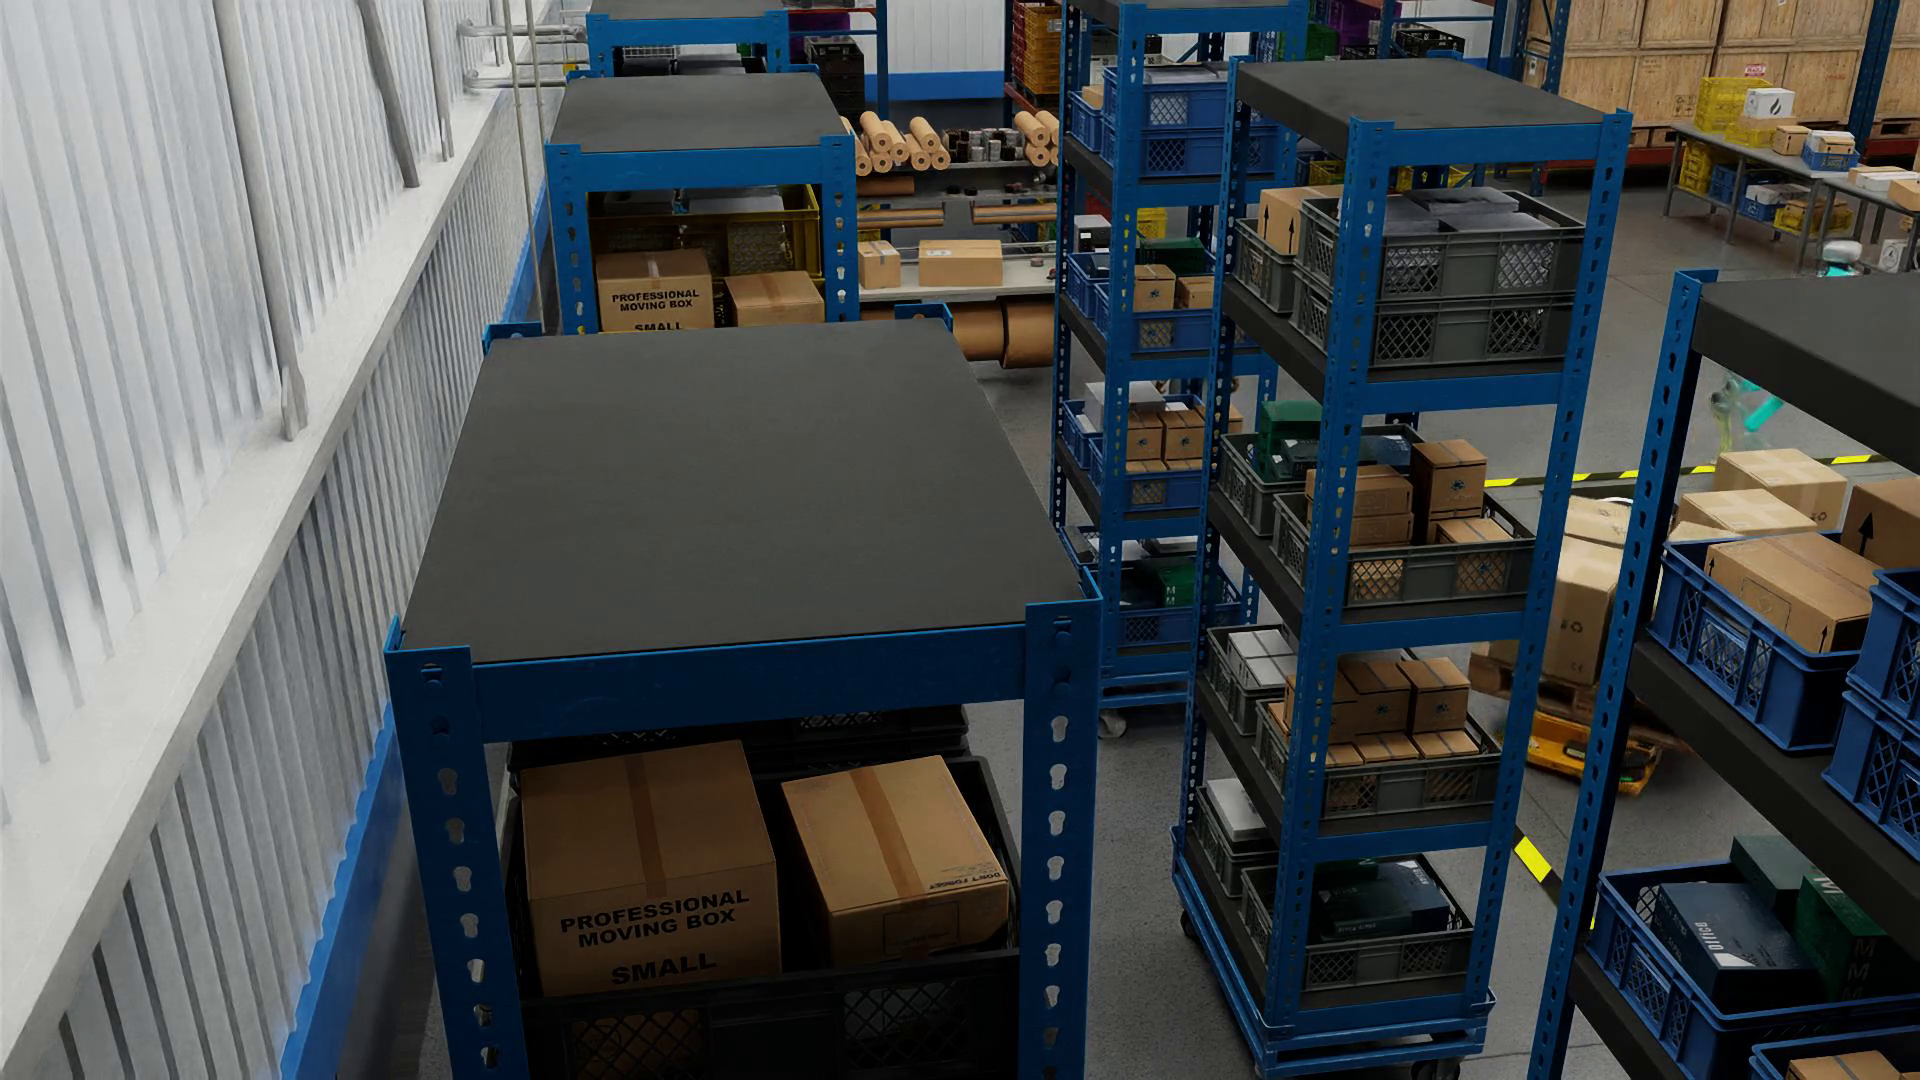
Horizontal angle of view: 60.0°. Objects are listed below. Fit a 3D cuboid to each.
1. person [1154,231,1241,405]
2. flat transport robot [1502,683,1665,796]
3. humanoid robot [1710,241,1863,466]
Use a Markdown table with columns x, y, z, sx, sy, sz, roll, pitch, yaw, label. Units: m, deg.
| x | y | z | sx | sy | sz | roll | pitch | yaw | label |
| --- | --- | --- | --- | --- | --- | --- | --- | --- | --- |
| 1.546 | -1.102 | 10.798 | 0.596 | 1.851 | 0.382 | -4 | 25 | -8 | person |
| 3.342 | 0.812 | 8.501 | 0.652 | 0.197 | 1.431 | 17 | 30 | 32 | flat transport robot |
| 5.399 | -1.154 | 11.054 | 0.952 | 1.746 | 0.537 | 15 | 29 | 30 | humanoid robot |
